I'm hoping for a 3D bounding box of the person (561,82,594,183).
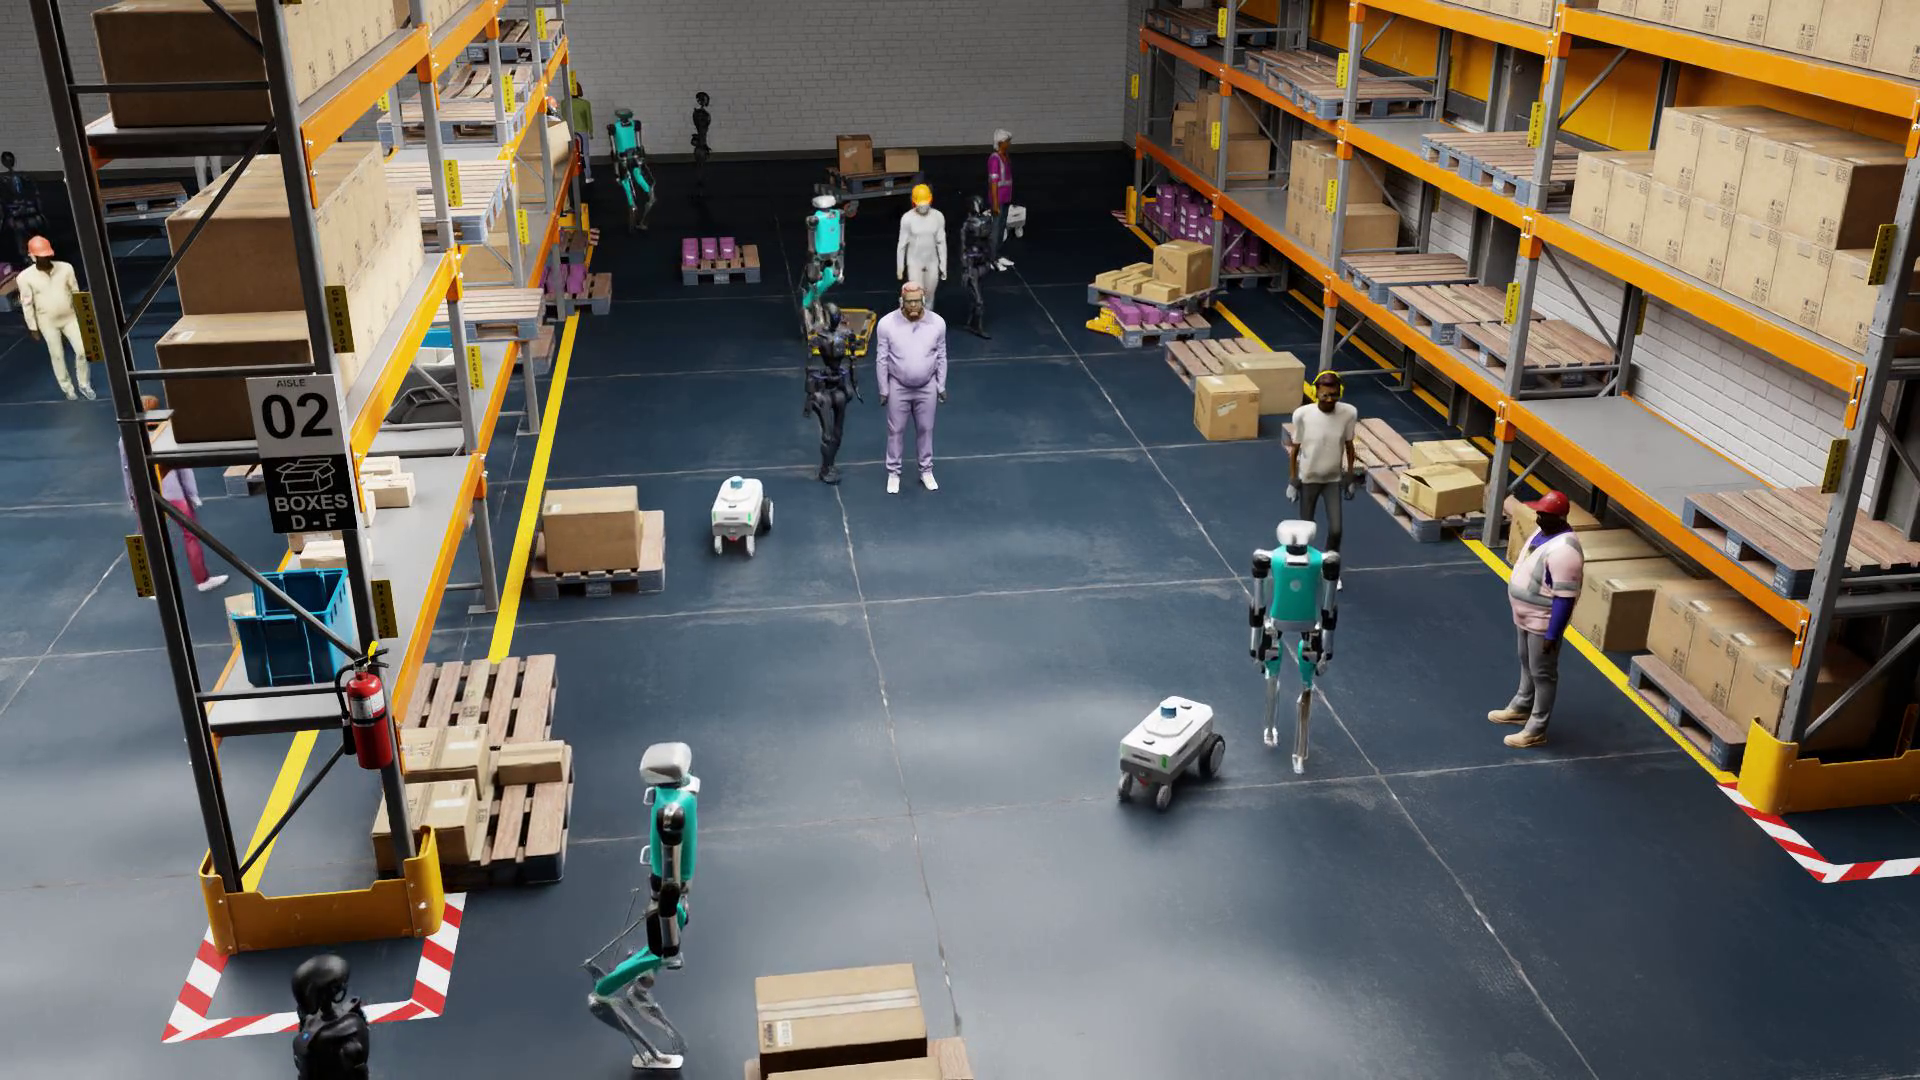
[{"bbox_3d":[-6.228,-6.645,27.128,0.492,1.624,0.281,0,24,-1],"label":"person"}]

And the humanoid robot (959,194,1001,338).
[{"bbox_3d":[0.245,-3.160,19.140,0.600,1.644,0.605,19,30,37],"label":"humanoid robot"}]

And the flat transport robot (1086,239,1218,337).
[{"bbox_3d":[2.214,-2.685,19.794,0.659,0.231,1.431,21,32,40],"label":"flat transport robot"}]

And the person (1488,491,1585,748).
[{"bbox_3d":[3.716,0.502,10.687,0.418,1.754,0.611,1,24,1],"label":"person"}]

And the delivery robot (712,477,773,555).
[{"bbox_3d":[-1.848,-0.242,13.878,0.499,0.598,0.779,0,24,1],"label":"delivery robot"}]

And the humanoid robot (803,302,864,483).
[{"bbox_3d":[-1.155,-1.355,15.025,0.611,1.650,0.392,-17,29,-34],"label":"humanoid robot"}]

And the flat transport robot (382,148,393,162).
[{"bbox_3d":[-8.952,-4.938,24.928,1.431,0.231,0.659,-1,24,-2],"label":"flat transport robot"}]

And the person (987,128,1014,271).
[{"bbox_3d":[0.537,-4.506,21.978,0.318,1.846,0.524,8,25,18],"label":"person"}]

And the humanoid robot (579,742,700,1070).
[{"bbox_3d":[-1.526,1.806,7.809,0.718,1.842,0.559,-2,24,-5],"label":"humanoid robot"}]

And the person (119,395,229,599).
[{"bbox_3d":[-6.069,-0.313,12.716,0.561,1.610,0.408,-2,24,-5],"label":"person"}]

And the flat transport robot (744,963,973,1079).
[{"bbox_3d":[-0.396,2.852,7.179,1.431,0.231,0.659,-3,24,-8],"label":"flat transport robot"}]

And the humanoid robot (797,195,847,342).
[{"bbox_3d":[-1.613,-3.016,18.731,0.546,1.785,0.694,-22,32,-40],"label":"humanoid robot"}]

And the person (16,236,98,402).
[{"bbox_3d":[-9.175,-2.234,16.931,0.595,1.734,0.511,-21,31,-40],"label":"person"}]

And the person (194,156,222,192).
[{"bbox_3d":[-11.633,-6.116,25.659,0.429,1.842,0.628,19,30,36],"label":"person"}]

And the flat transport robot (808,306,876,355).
[{"bbox_3d":[-1.354,-2.415,19.179,0.659,0.231,1.431,1,24,2],"label":"flat transport robot"}]

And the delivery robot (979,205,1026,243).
[{"bbox_3d":[0.574,-4.536,23.670,0.777,0.605,0.517,-20,31,-39],"label":"delivery robot"}]

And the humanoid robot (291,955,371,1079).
[{"bbox_3d":[-2.431,2.350,6.590,0.591,1.652,0.502,22,32,40],"label":"humanoid robot"}]

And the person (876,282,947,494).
[{"bbox_3d":[-0.420,-1.343,14.701,0.635,1.910,0.407,-5,24,-11],"label":"person"}]

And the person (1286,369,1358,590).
[{"bbox_3d":[2.777,-0.446,12.757,0.540,1.838,0.422,-1,24,-1],"label":"person"}]

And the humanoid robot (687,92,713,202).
[{"bbox_3d":[-4.057,-6.118,25.868,0.419,1.645,0.607,-1,24,-2],"label":"humanoid robot"}]

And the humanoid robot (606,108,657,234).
[{"bbox_3d":[-4.613,-5.201,23.766,0.538,1.835,0.748,-19,30,-37],"label":"humanoid robot"}]

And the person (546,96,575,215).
[{"bbox_3d":[-6.089,-5.772,24.976,0.561,1.754,0.320,6,24,13],"label":"person"}]

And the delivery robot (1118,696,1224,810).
[{"bbox_3d":[1.304,1.286,10.416,0.499,0.613,0.811,15,28,30],"label":"delivery robot"}]

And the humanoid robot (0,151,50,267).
[{"bbox_3d":[-12.082,-4.184,21.475,0.590,1.633,0.670,-21,31,-40],"label":"humanoid robot"}]

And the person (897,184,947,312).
[{"bbox_3d":[-0.428,-3.088,18.748,0.534,1.853,0.677,-7,25,-15],"label":"person"}]

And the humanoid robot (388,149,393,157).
[{"bbox_3d":[-7.639,-4.914,23.177,0.589,1.627,0.771,-1,24,-2],"label":"humanoid robot"}]

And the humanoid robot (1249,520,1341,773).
[{"bbox_3d":[2.071,0.598,10.487,0.546,1.760,0.830,3,24,8],"label":"humanoid robot"}]
